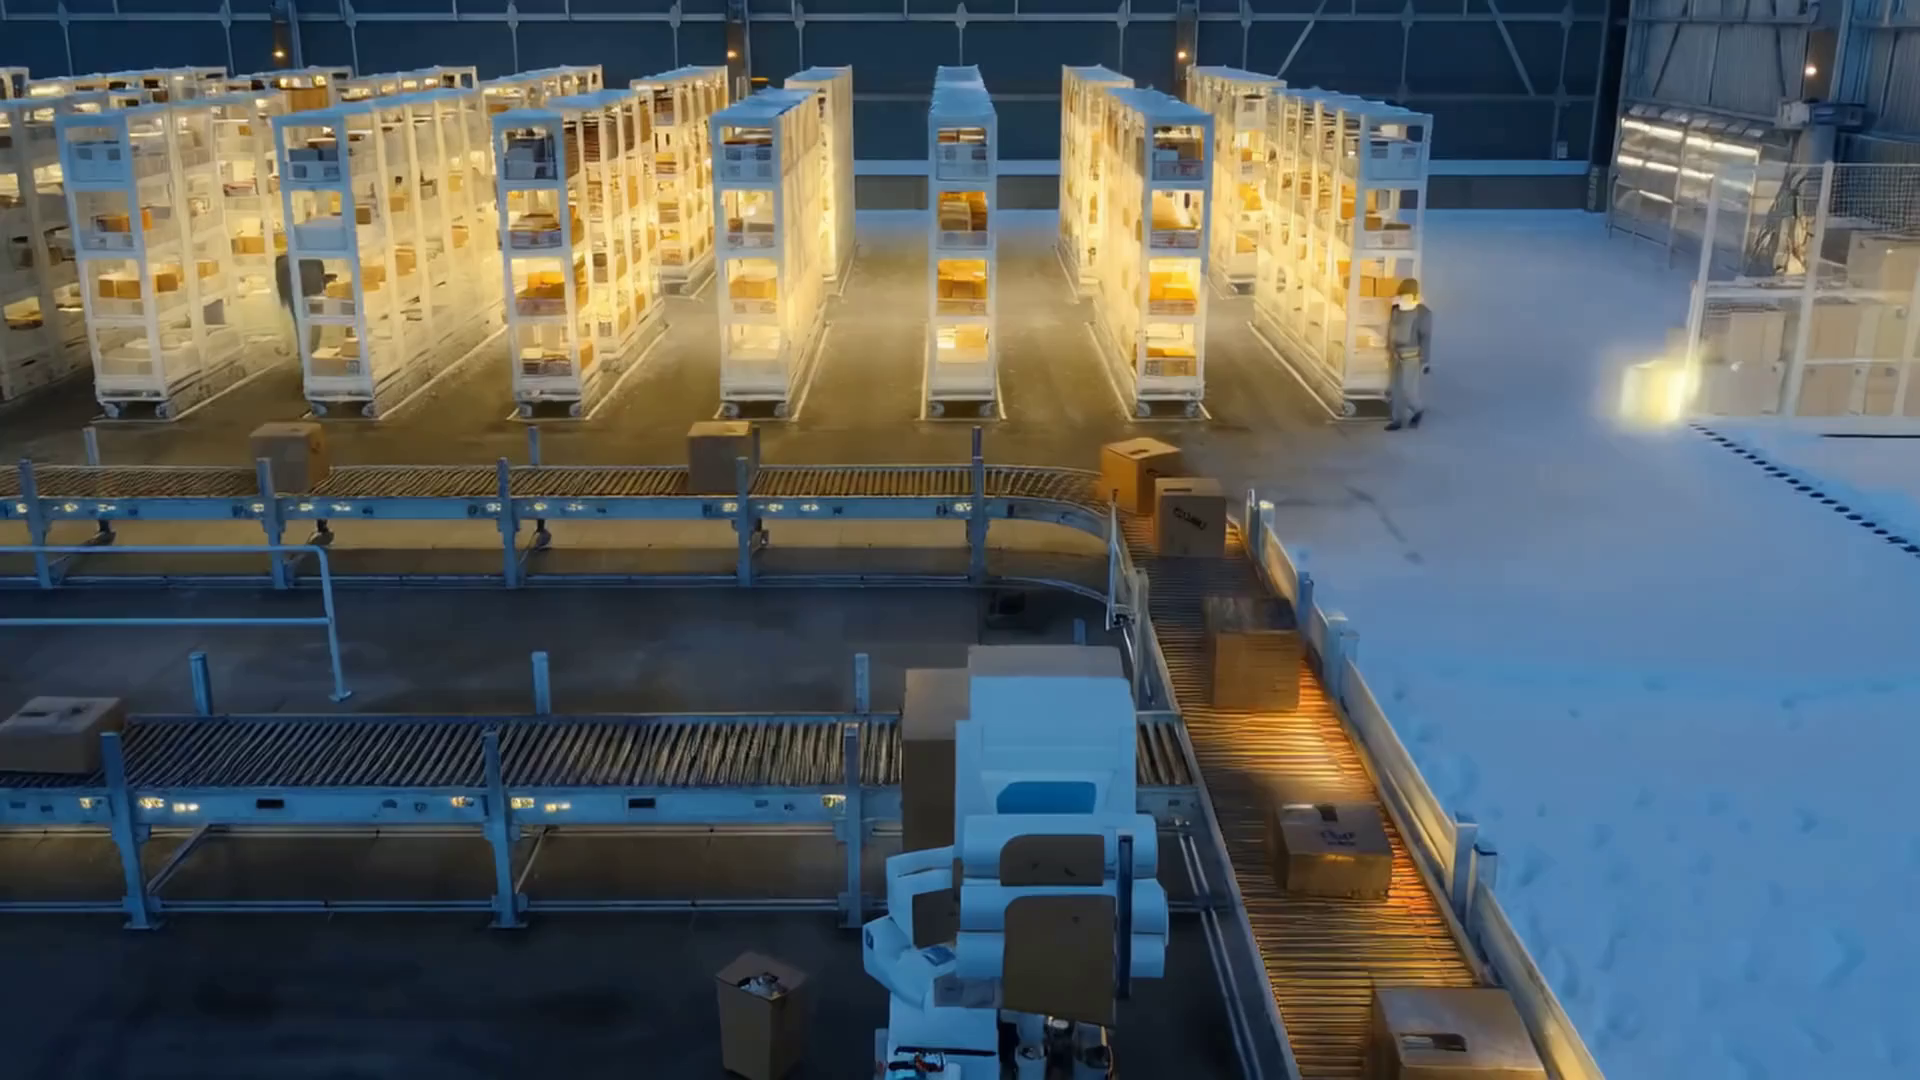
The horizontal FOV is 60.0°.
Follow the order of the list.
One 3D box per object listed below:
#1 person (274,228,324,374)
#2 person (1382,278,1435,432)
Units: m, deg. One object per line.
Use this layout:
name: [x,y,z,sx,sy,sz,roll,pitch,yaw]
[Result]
person: [-8.762,-3.156,22.155,0.635,1.980,0.617,-2,18,-6]
person: [5.160,-2.135,19.272,0.423,1.813,0.612,-13,22,-35]
